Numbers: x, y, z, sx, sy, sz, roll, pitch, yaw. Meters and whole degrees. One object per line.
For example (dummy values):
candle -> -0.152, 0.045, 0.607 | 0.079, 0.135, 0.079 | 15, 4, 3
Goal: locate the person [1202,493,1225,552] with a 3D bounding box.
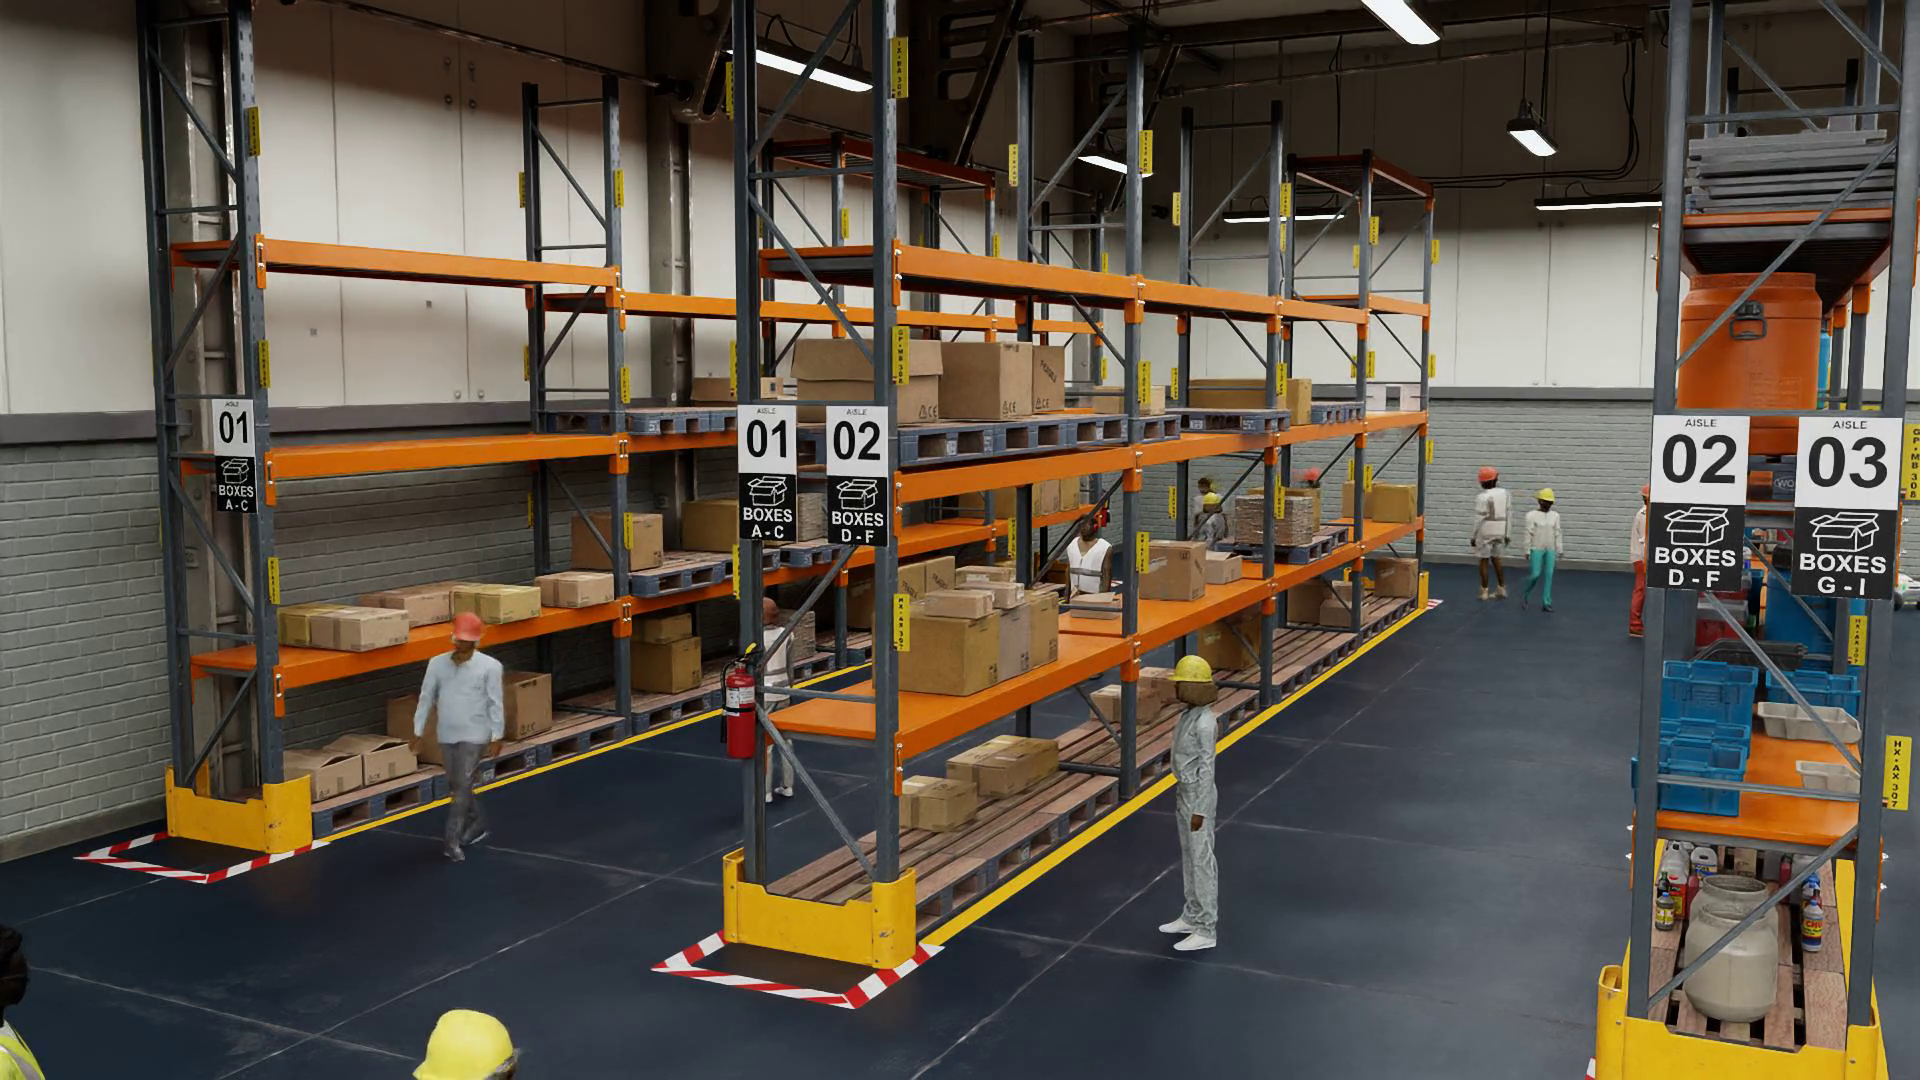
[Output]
person -> 3.457, 0.220, 22.790 | 0.325, 1.740, 0.492 | 4, 7, 31

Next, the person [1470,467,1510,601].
person -> 7.819, -0.076, 24.539 | 0.643, 2.012, 0.432 | -3, 7, -30

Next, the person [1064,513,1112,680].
person -> 1.419, 0.614, 18.437 | 0.566, 1.849, 0.387 | 4, 7, 32

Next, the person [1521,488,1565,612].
person -> 8.240, 0.143, 23.465 | 0.537, 1.753, 0.373 | -2, 6, -17

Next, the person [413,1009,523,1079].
person -> -1.256, 2.104, 4.419 | 0.348, 1.758, 0.559 | 1, 6, 14

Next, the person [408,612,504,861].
person -> -3.541, 1.365, 11.790 | 0.624, 1.720, 0.592 | 1, 6, 12

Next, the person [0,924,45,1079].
person -> -3.027, 2.047, 5.243 | 0.318, 1.697, 0.535 | -5, 7, -38

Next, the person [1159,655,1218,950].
person -> 1.376, 1.547, 9.882 | 0.294, 1.744, 0.486 | -1, 6, -7

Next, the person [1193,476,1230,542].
person -> 3.781, -0.066, 25.264 | 0.565, 1.803, 1.003 | 5, 8, 43
